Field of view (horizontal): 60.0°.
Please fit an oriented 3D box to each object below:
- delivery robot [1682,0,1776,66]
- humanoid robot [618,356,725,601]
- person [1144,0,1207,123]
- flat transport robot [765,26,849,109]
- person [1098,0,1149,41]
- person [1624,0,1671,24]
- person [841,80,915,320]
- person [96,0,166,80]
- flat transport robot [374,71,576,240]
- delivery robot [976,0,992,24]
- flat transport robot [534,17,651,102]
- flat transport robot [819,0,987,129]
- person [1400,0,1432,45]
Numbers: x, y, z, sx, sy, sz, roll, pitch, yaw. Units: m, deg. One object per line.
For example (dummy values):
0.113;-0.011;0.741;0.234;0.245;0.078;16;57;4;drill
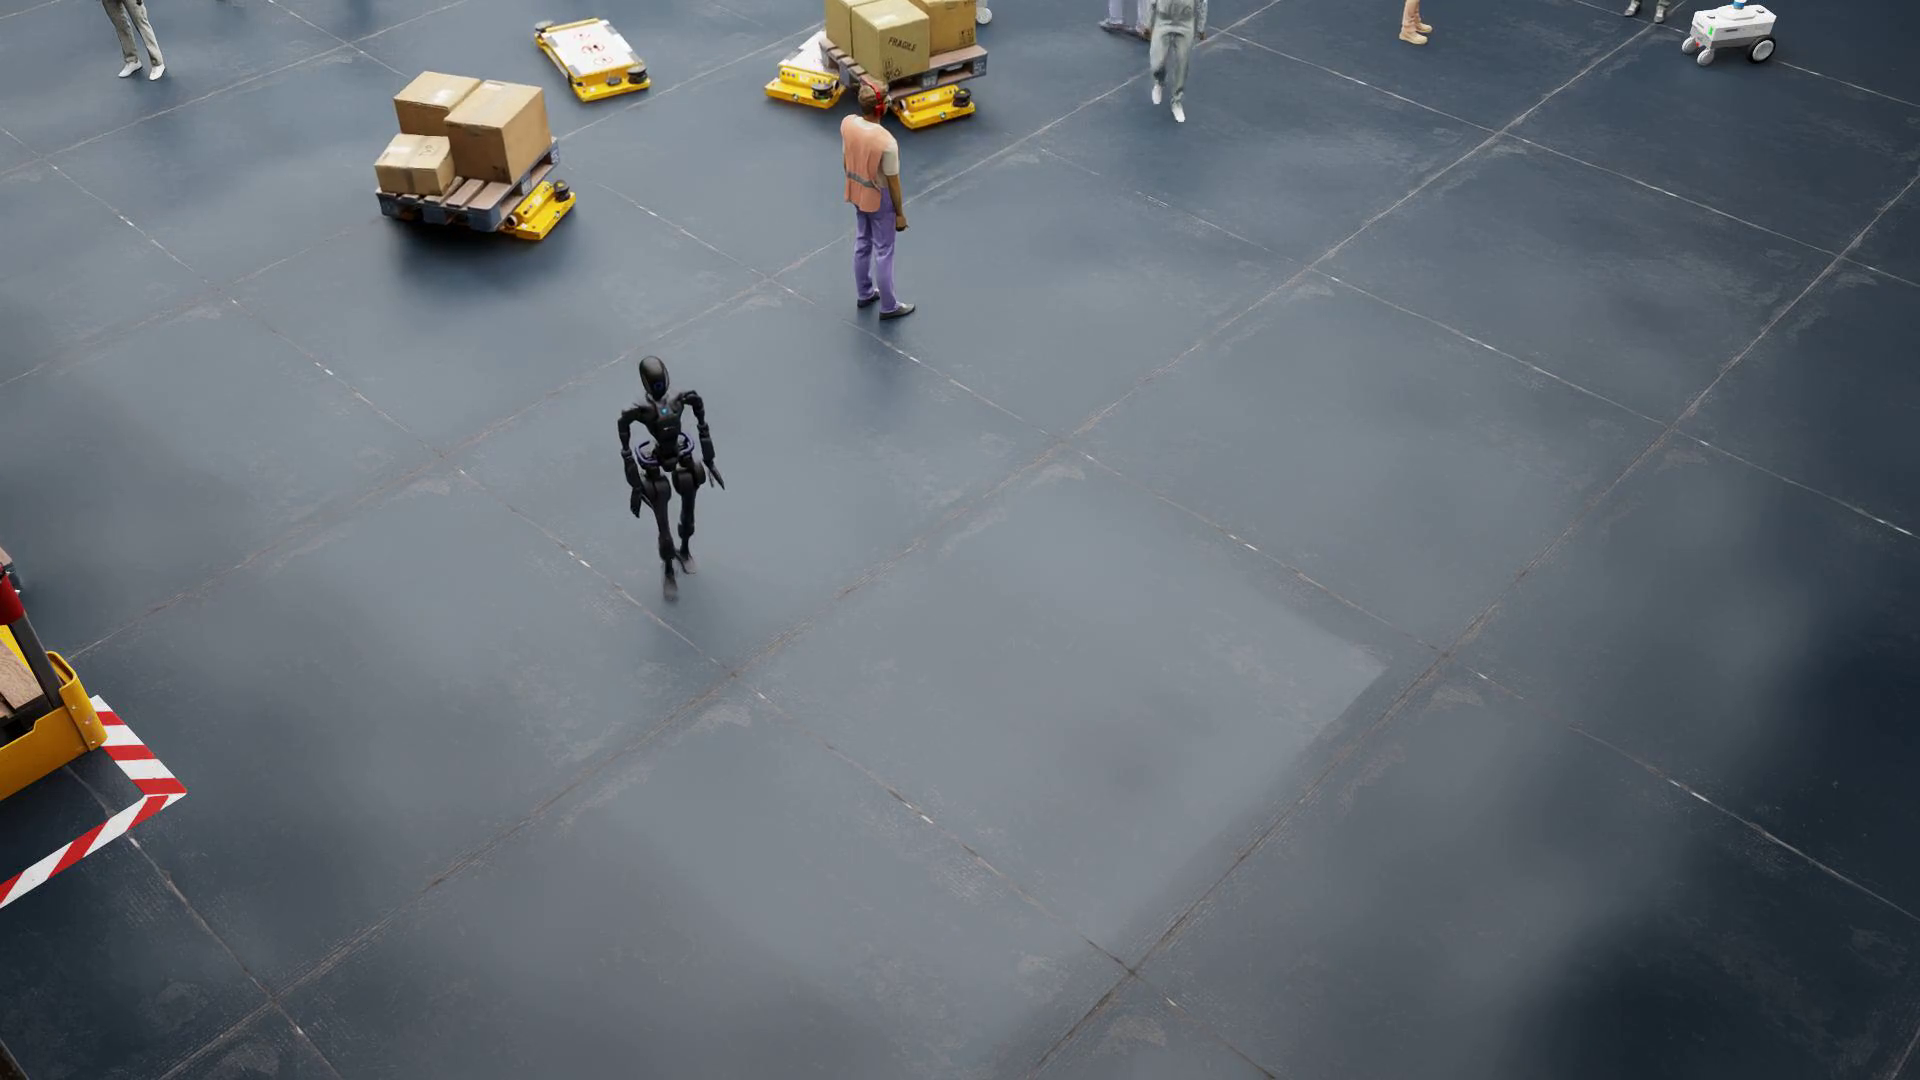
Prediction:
7.270;-4.792;15.653;0.815;0.614;0.499;-9;43;-10;delivery robot
-1.707;-0.393;9.914;0.583;1.649;0.496;-20;46;-21;humanoid robot
1.865;-4.462;14.396;0.551;1.724;0.416;1;42;1;person
-1.174;-4.447;15.469;0.659;0.231;1.431;18;45;19;flat transport robot
1.610;-5.634;15.623;0.599;1.819;0.686;-29;50;-28;person
6.790;-5.900;15.917;0.571;1.833;0.399;18;45;19;person
-0.623;-2.452;12.072;0.389;1.847;0.563;-32;51;-30;person
-7.608;-4.958;15.010;0.520;1.638;0.310;9;43;9;person
-3.951;-2.791;13.629;1.431;0.231;0.659;11;43;12;flat transport robot
-0.082;-5.312;16.199;0.747;0.572;0.499;-10;43;-11;delivery robot
-3.453;-4.529;15.560;0.659;0.231;1.431;-20;46;-21;flat transport robot
-0.507;-4.195;15.189;0.659;0.231;1.431;-21;46;-22;flat transport robot
4.425;-5.554;15.596;0.316;1.742;0.478;17;45;18;person
